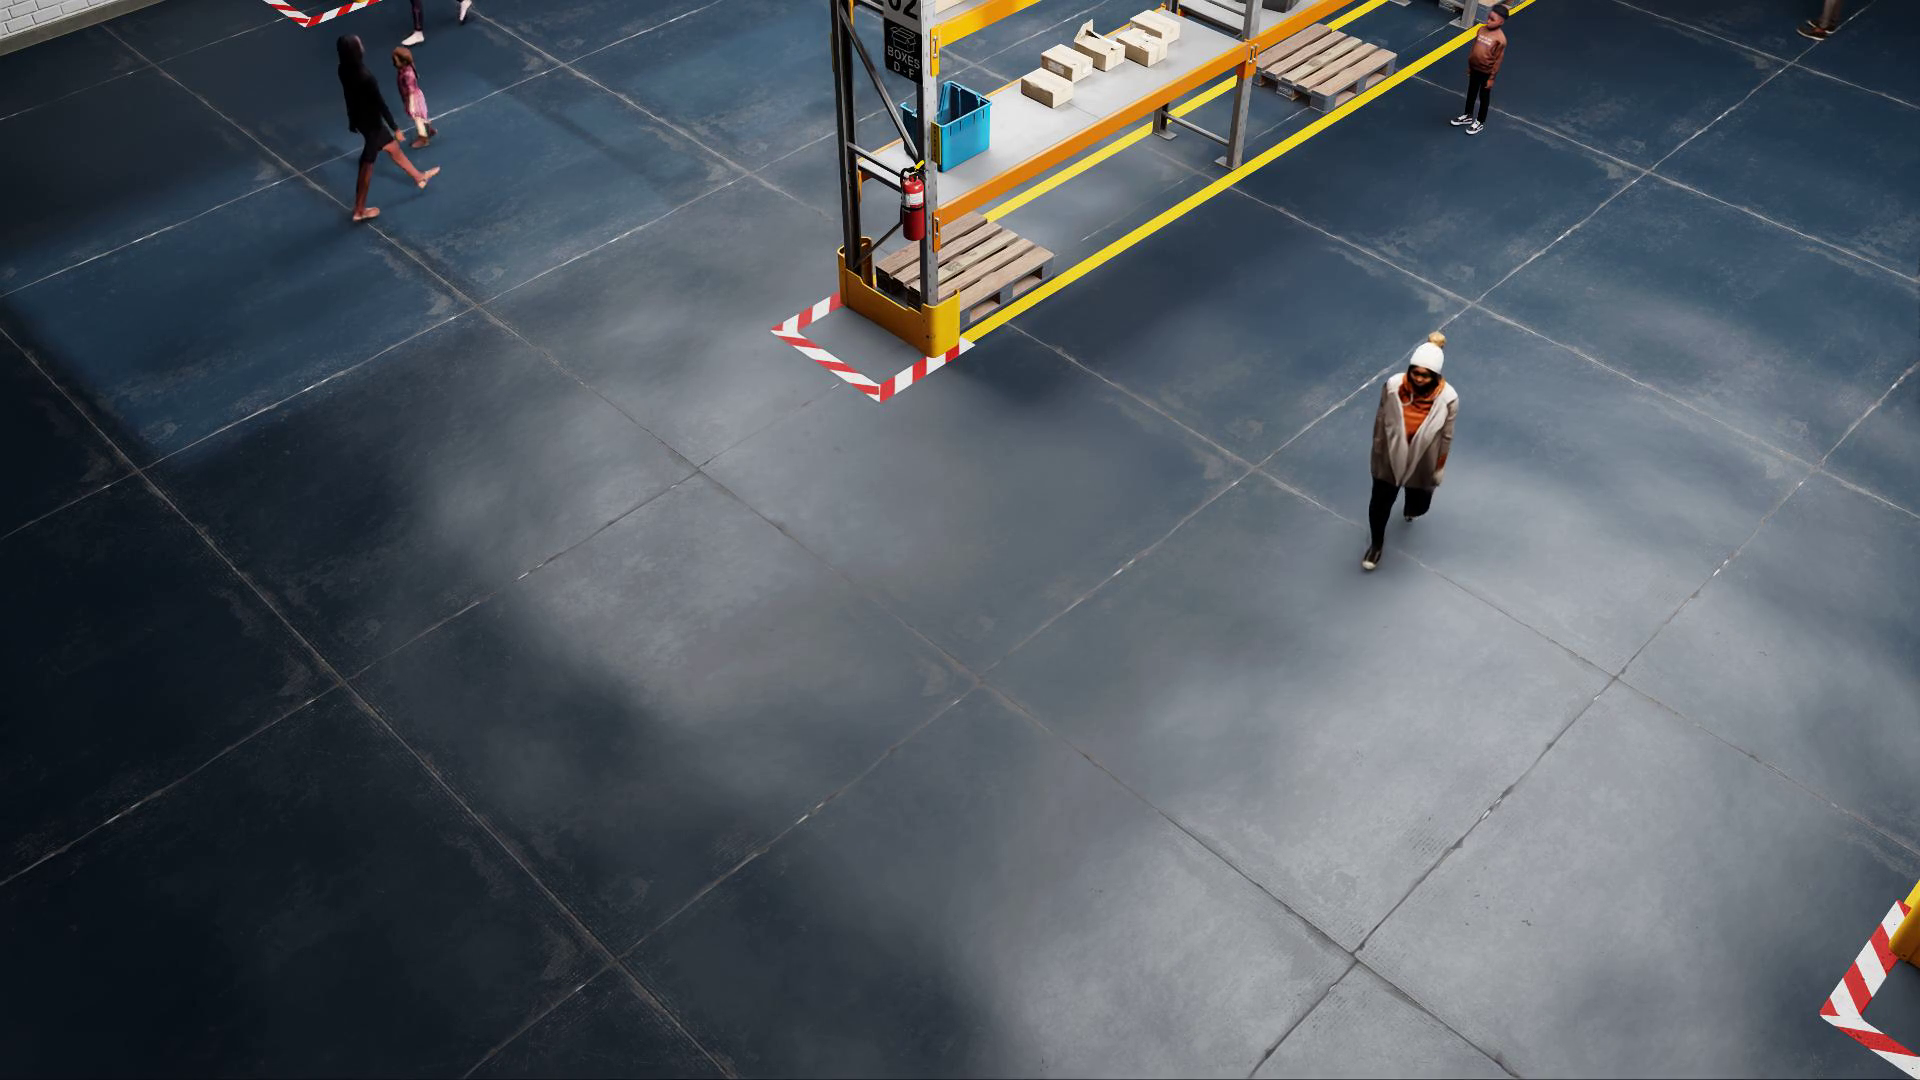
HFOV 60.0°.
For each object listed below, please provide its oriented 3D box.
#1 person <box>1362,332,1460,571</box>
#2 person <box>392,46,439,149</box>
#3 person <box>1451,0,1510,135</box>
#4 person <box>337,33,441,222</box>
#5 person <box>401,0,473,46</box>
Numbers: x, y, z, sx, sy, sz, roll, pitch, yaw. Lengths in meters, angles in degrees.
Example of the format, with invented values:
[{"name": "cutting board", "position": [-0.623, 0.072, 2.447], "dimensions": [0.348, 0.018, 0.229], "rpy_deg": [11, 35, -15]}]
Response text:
[{"name": "person", "position": [3.092, -0.649, 11.341], "dimensions": [0.921, 1.873, 1.073], "rpy_deg": [15, 46, 15]}, {"name": "person", "position": [-5.111, -4.176, 15.663], "dimensions": [0.565, 1.018, 0.505], "rpy_deg": [-17, 46, -17]}, {"name": "person", "position": [4.996, -4.497, 15.829], "dimensions": [0.544, 1.255, 0.563], "rpy_deg": [-23, 48, -22]}, {"name": "person", "position": [-5.228, -3.565, 14.551], "dimensions": [0.621, 1.667, 1.162], "rpy_deg": [35, 53, 31]}, {"name": "person", "position": [-5.491, -6.021, 17.095], "dimensions": [1.119, 1.714, 0.537], "rpy_deg": [-34, 53, -31]}]
